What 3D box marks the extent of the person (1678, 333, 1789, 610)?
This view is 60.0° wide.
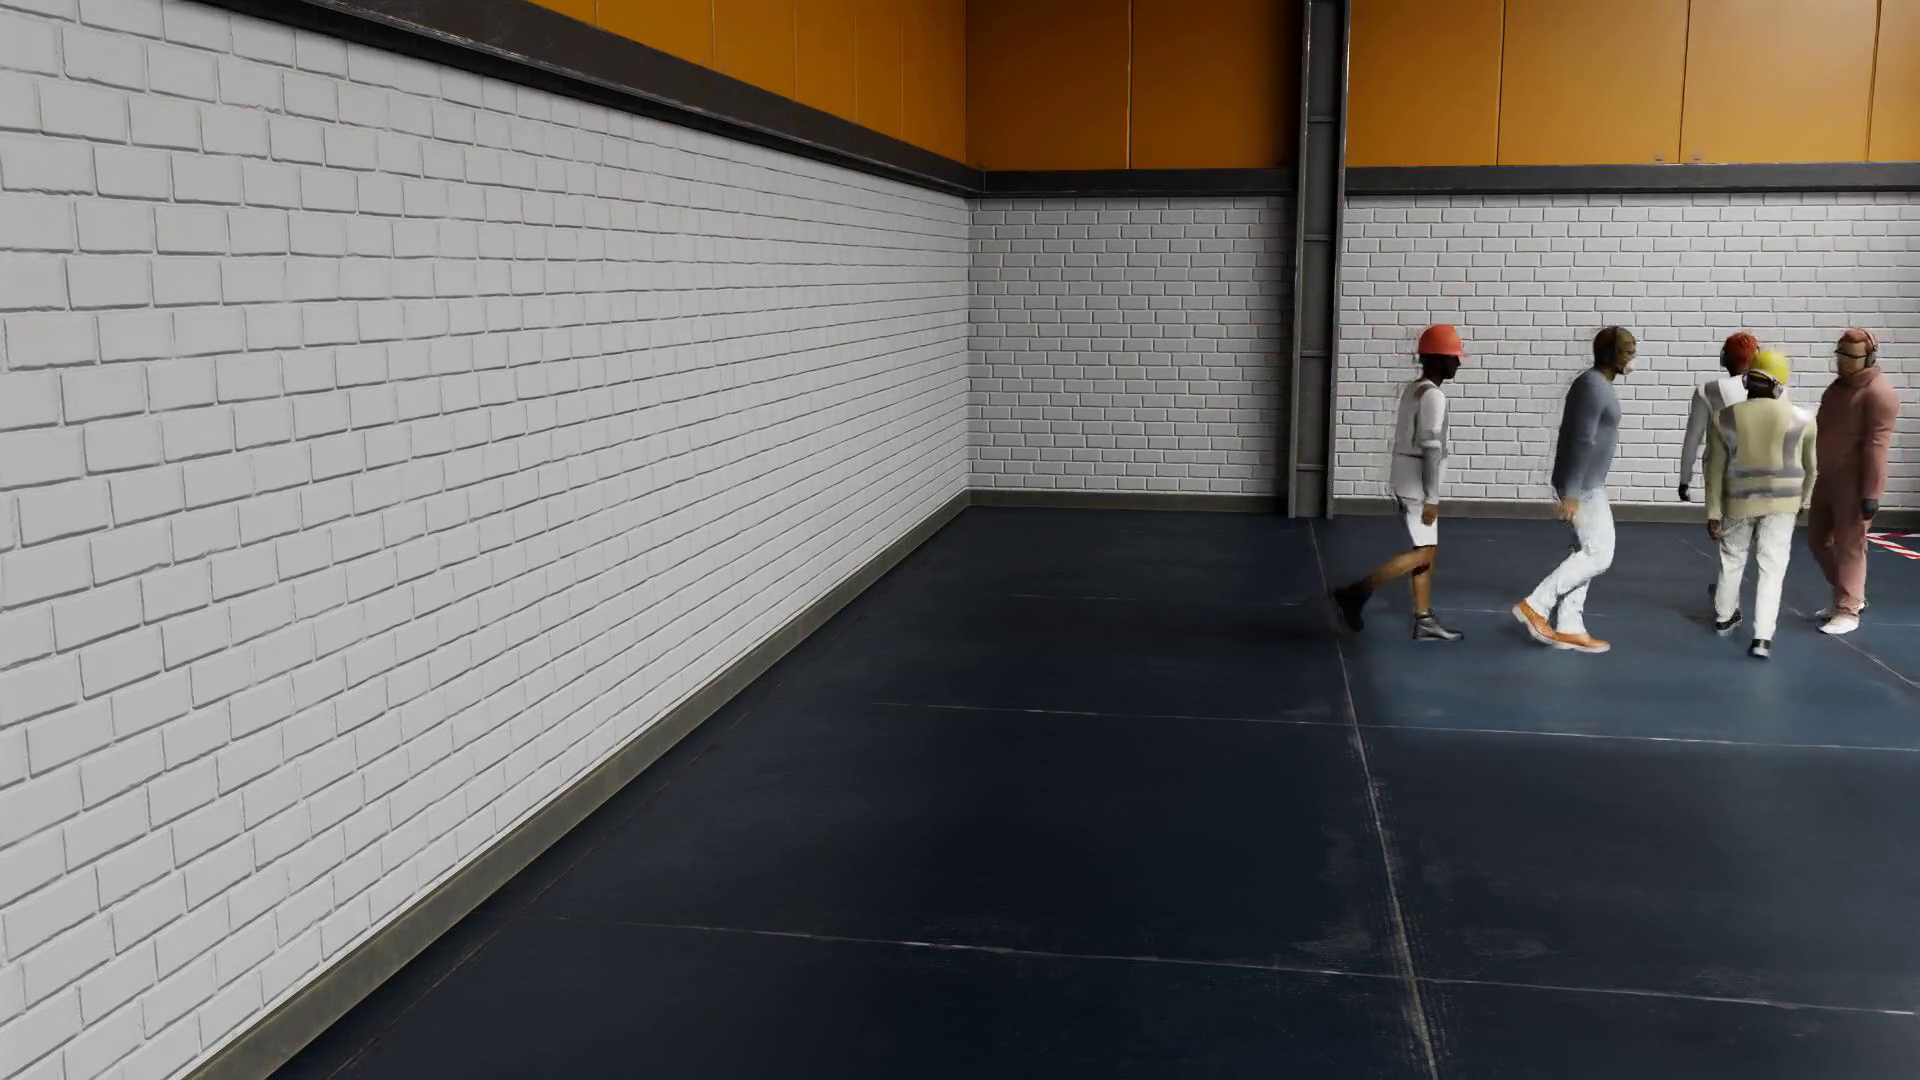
[{"bbox_3d":[4.961,-0.416,10.719,0.591,1.825,0.988,1,9,7],"label":"person"}]

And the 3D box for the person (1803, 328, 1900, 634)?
[{"bbox_3d":[5.447,-0.349,10.165,0.502,1.880,0.712,0,9,0],"label":"person"}]

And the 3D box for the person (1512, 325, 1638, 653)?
[{"bbox_3d":[3.601,-0.285,9.630,0.506,1.917,0.668,4,10,24],"label":"person"}]

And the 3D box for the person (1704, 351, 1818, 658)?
[{"bbox_3d":[4.682,-0.223,9.752,0.576,1.758,0.975,5,10,26],"label":"person"}]

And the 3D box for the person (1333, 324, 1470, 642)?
[{"bbox_3d":[2.641,-0.321,9.872,0.718,1.915,0.556,1,9,3],"label":"person"}]
